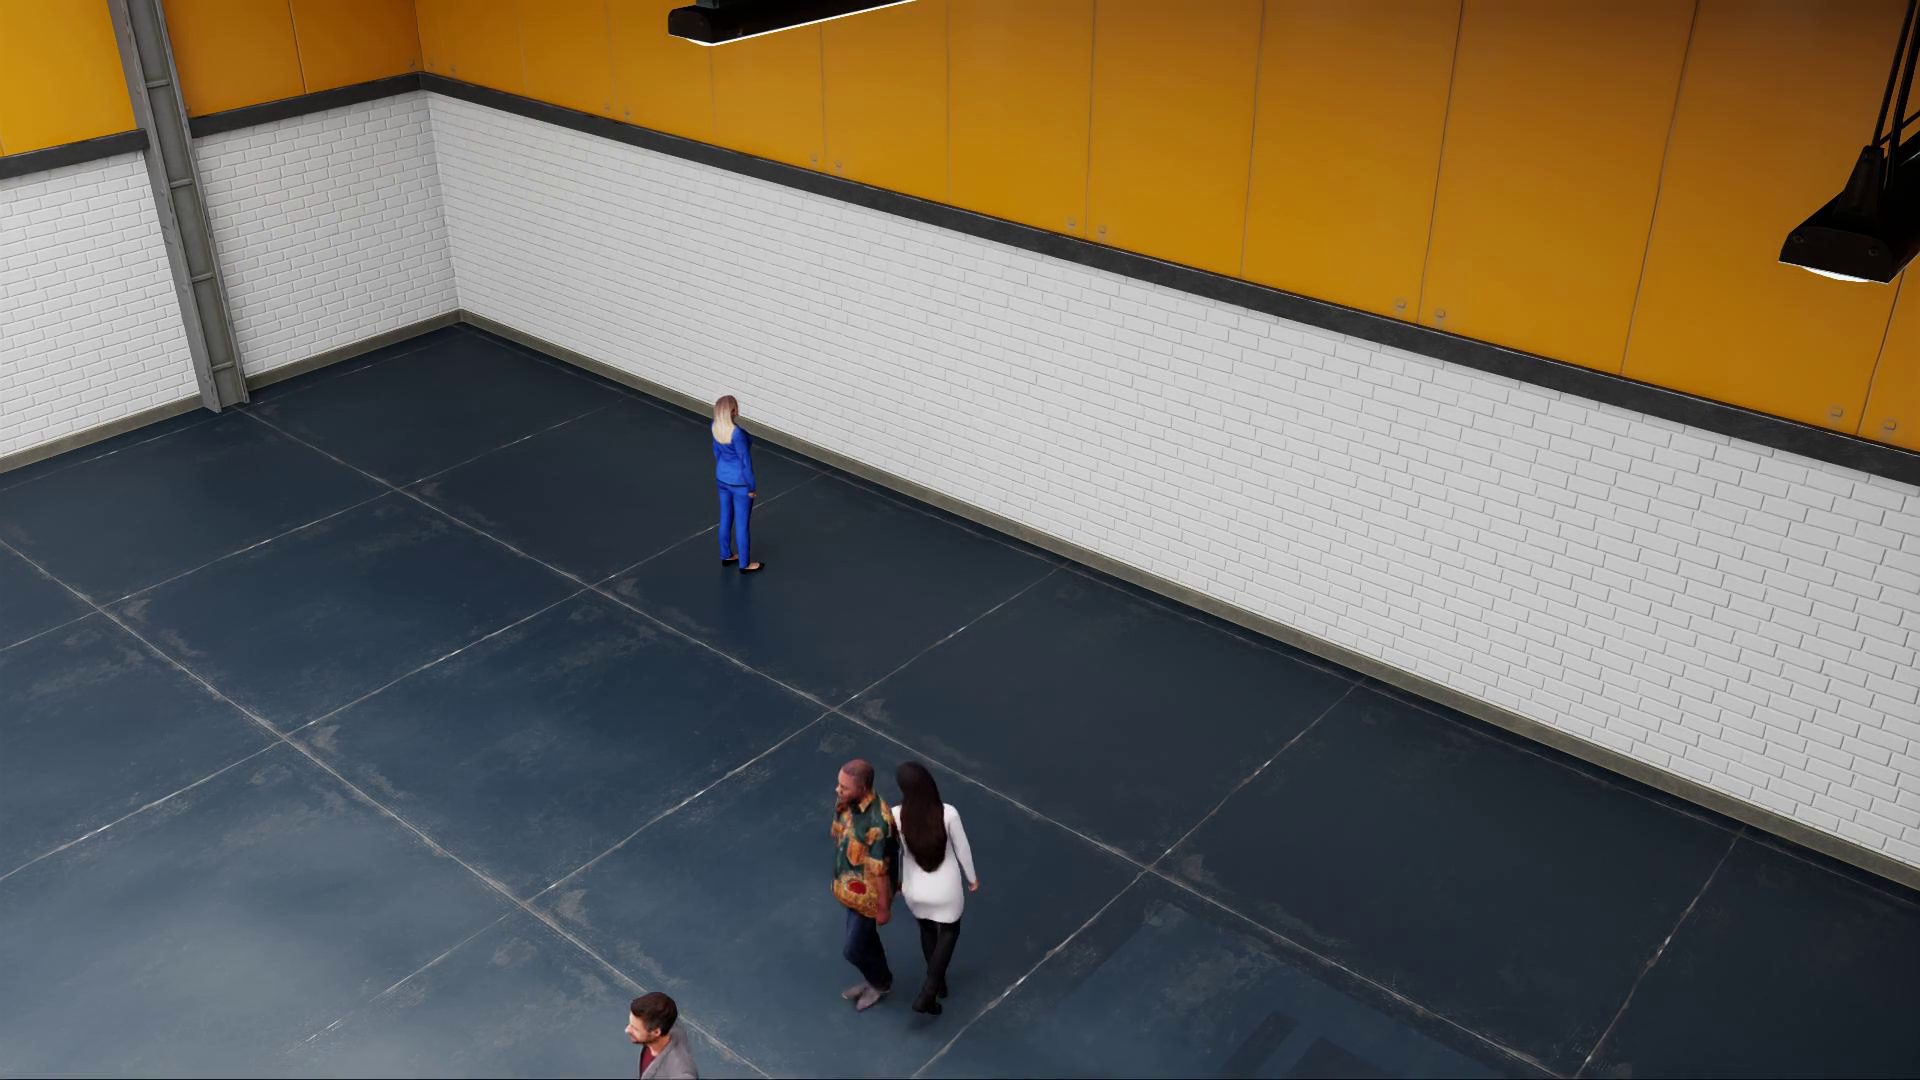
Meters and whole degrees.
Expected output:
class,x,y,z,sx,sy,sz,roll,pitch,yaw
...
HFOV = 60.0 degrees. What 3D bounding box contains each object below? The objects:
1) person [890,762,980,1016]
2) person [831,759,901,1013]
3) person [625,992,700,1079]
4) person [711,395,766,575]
class,x,y,z,sx,sy,sz,roll,pitch,yaw
person,-0.202,2.099,9.891,0.897,1.784,0.958,7,29,13
person,-0.487,2.051,9.970,0.803,1.793,0.795,-14,32,-24
person,-1.332,2.943,8.279,1.128,1.848,0.959,-13,31,-23
person,-2.010,-0.500,14.744,0.619,1.701,0.549,24,37,37
